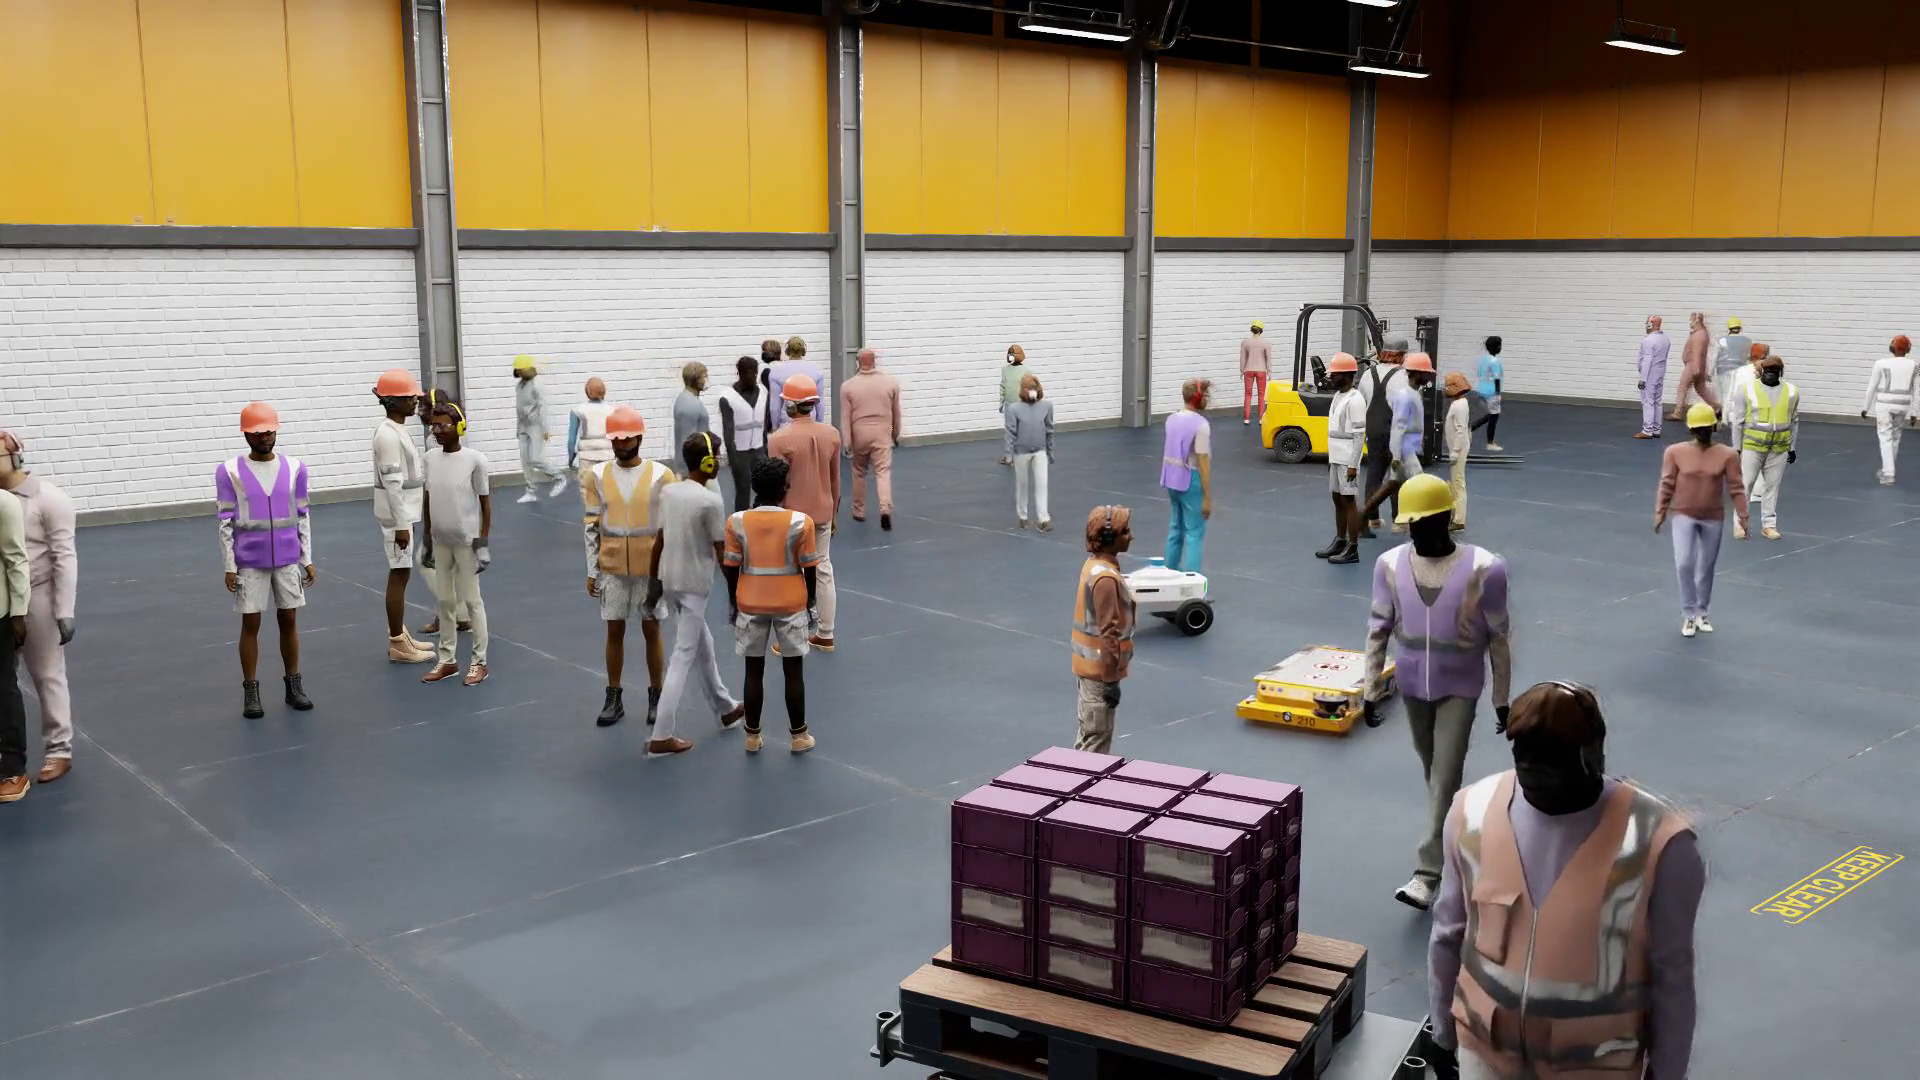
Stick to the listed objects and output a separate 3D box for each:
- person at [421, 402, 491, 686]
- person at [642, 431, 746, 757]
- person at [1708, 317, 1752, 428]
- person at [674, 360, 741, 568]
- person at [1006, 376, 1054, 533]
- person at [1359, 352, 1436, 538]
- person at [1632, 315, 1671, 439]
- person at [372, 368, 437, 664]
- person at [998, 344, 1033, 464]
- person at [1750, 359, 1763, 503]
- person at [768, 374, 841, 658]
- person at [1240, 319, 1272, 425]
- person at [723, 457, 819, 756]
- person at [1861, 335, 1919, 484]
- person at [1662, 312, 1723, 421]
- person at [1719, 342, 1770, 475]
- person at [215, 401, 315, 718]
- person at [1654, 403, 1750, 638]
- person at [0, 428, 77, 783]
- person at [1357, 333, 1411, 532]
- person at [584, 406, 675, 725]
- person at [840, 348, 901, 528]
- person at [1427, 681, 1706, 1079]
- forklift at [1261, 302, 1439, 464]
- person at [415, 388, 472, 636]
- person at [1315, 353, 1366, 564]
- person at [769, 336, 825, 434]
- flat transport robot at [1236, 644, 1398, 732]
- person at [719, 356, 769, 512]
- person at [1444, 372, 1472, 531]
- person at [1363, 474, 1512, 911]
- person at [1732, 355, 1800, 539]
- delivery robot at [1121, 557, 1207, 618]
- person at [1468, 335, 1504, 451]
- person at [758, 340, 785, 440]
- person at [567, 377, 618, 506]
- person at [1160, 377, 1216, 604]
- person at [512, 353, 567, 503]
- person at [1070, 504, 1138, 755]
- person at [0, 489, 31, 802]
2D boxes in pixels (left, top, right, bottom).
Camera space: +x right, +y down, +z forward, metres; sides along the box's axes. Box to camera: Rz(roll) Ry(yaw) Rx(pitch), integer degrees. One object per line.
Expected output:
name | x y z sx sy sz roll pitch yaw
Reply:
person | -3.325 0.024 10.939 0.519 1.874 0.326 3 10 17
person | -1.474 0.287 9.565 0.549 1.809 0.956 9 13 43
person | 12.711 -2.778 27.541 0.611 1.798 0.808 1 10 7
person | -2.442 -0.668 14.936 0.998 1.900 0.644 -2 10 -12
person | 0.735 -0.862 16.900 0.528 1.592 0.834 -2 10 -10
person | 4.325 -0.904 16.353 0.990 1.894 0.555 4 10 21
person | 10.658 -2.512 25.683 0.651 1.906 0.403 -8 13 -40
person | -3.866 -0.167 11.551 0.377 2.045 0.605 -3 10 -16
person | 0.745 -1.815 22.404 0.507 1.633 0.277 7 12 34
person | 9.167 -1.245 19.047 0.308 1.641 0.514 5 11 28
person | -1.102 -0.168 11.698 0.611 1.997 0.375 -9 13 -43
person | 4.946 -2.805 27.813 0.531 1.767 0.328 3 10 19
person | -1.057 0.376 9.380 0.540 1.698 0.318 1 10 4
person | 11.592 -1.627 20.680 0.579 1.852 0.850 1 10 6
person | 12.538 -2.936 28.255 0.917 1.876 0.634 7 12 37
person | 9.143 -1.407 19.483 0.991 1.833 0.602 -4 10 -21
person | -4.248 0.113 10.223 0.542 1.939 0.359 -7 12 -36
person | 5.502 -0.147 12.310 0.648 1.728 0.666 3 10 18
person | -5.063 0.354 8.906 0.643 1.908 0.406 1 10 3
person | 4.454 -1.111 17.090 0.538 2.000 0.687 -8 13 -39
person | -1.968 0.160 9.954 0.551 1.934 0.373 0 10 -2
person | -0.923 -1.069 17.361 0.647 1.869 0.942 -1 10 -8
person | 1.427 1.228 4.031 0.643 1.821 0.450 8 12 38
forklift | 5.320 -2.157 22.763 2.313 2.155 1.214 3 10 16
person | -3.856 -0.207 12.378 0.443 1.852 0.578 2 10 14
person | 3.497 -0.748 15.269 0.371 1.935 0.551 -2 10 -9
person | -1.803 -1.287 18.420 0.628 1.940 0.373 -3 10 -16
flat transport robot | 2.312 0.906 10.456 0.652 0.197 1.431 6 11 31
person | -2.028 -0.818 15.932 0.498 1.850 0.657 9 13 41
person | 5.085 -0.904 17.068 0.289 1.633 0.501 3 10 17
person | 2.047 0.651 7.262 0.607 1.867 0.994 7 12 36
person | 8.018 -0.920 16.564 0.626 1.840 0.430 1 10 6
delivery robot | 1.477 0.372 12.476 0.707 0.478 0.477 -2 10 -10
person | 7.588 -2.102 23.946 0.493 1.683 0.540 0 10 -2
person | -2.205 -1.451 19.689 0.450 1.829 0.657 3 10 15
person | -3.611 -0.807 16.544 0.523 1.614 0.659 -4 11 -25
person | 1.837 -0.400 13.501 0.372 1.842 0.573 -4 11 -25
person | -4.858 -1.281 19.015 0.524 1.720 0.533 9 13 41
person | 0.687 0.642 7.996 0.314 1.641 0.515 0 10 -1
person | -5.107 0.370 8.553 0.612 1.995 0.382 -1 10 -5
